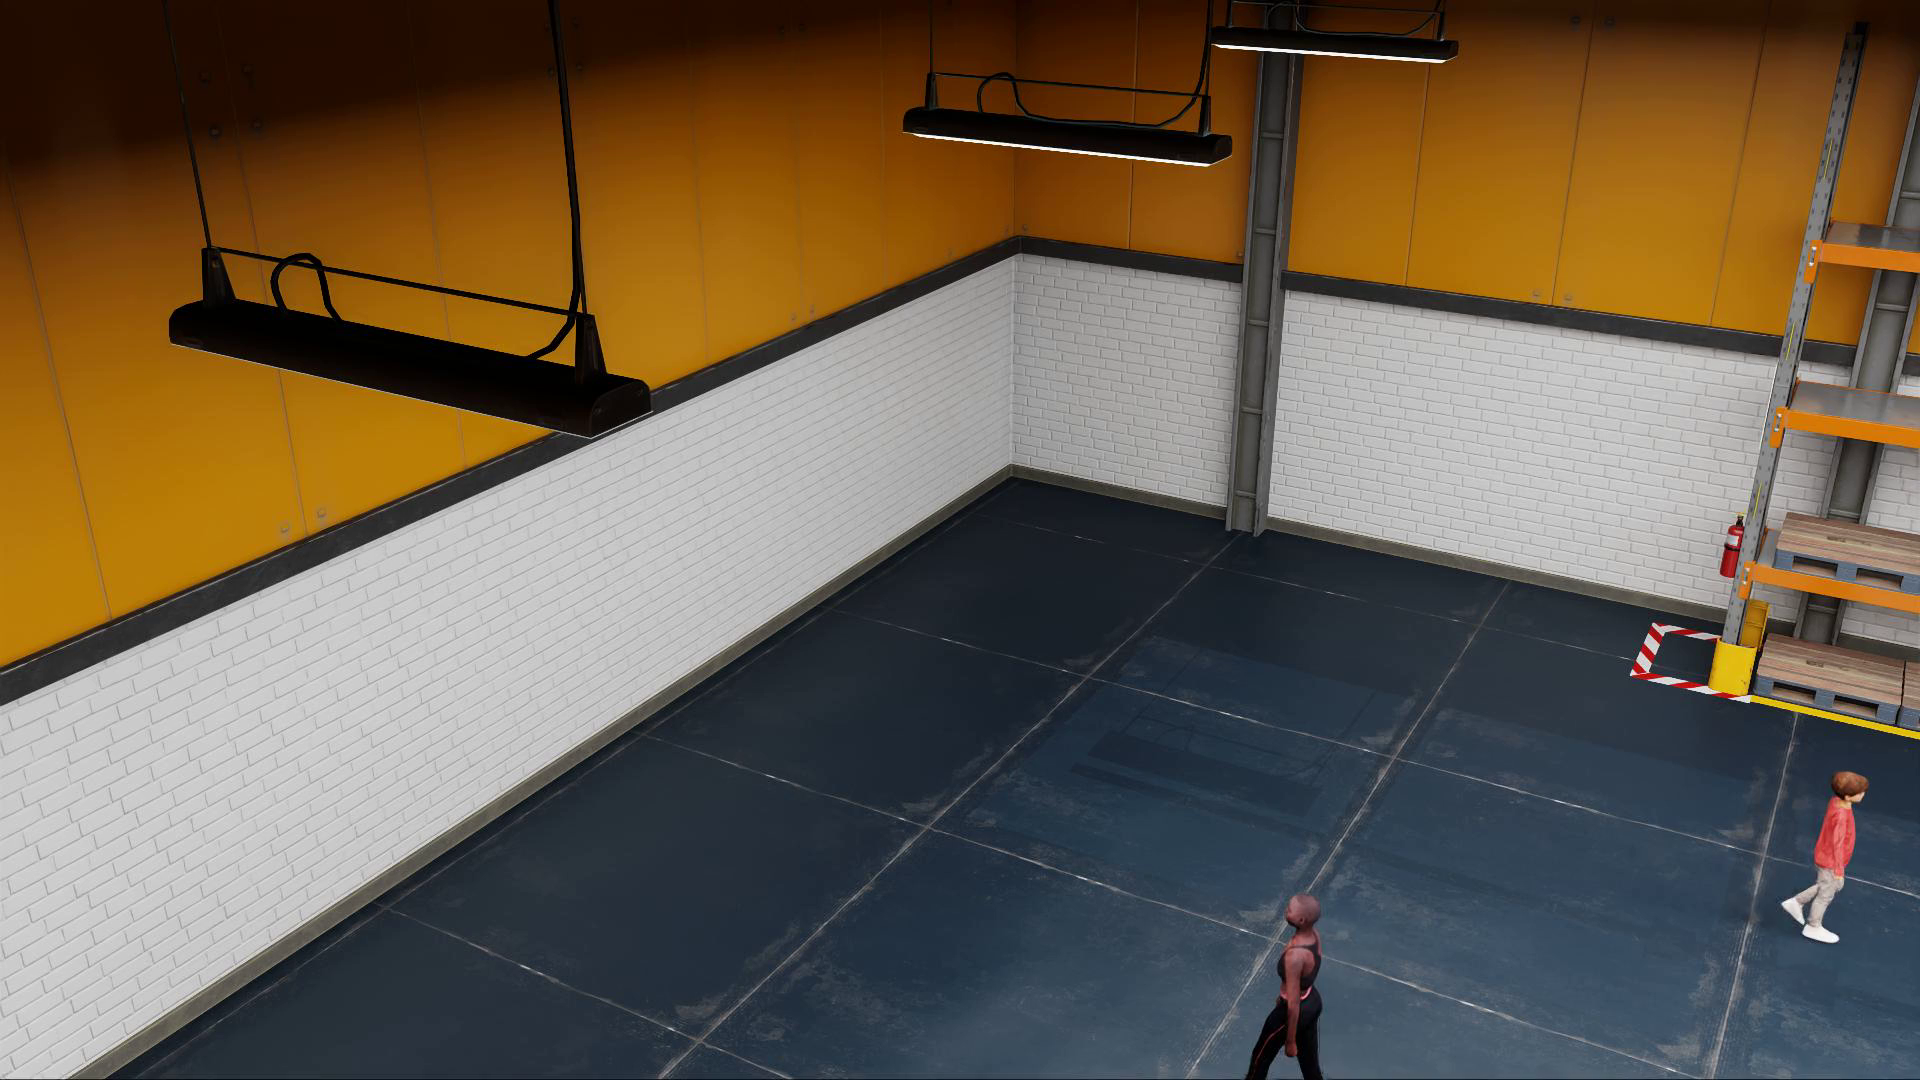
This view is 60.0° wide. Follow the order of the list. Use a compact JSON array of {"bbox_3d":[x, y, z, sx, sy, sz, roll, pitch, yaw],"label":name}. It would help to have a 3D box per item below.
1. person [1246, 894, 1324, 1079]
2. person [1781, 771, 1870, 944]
[{"bbox_3d":[2.146,2.952,10.144,0.962,1.728,0.590,13,27,28],"label":"person"},{"bbox_3d":[6.253,2.285,12.072,0.643,1.406,0.545,10,26,22],"label":"person"}]
